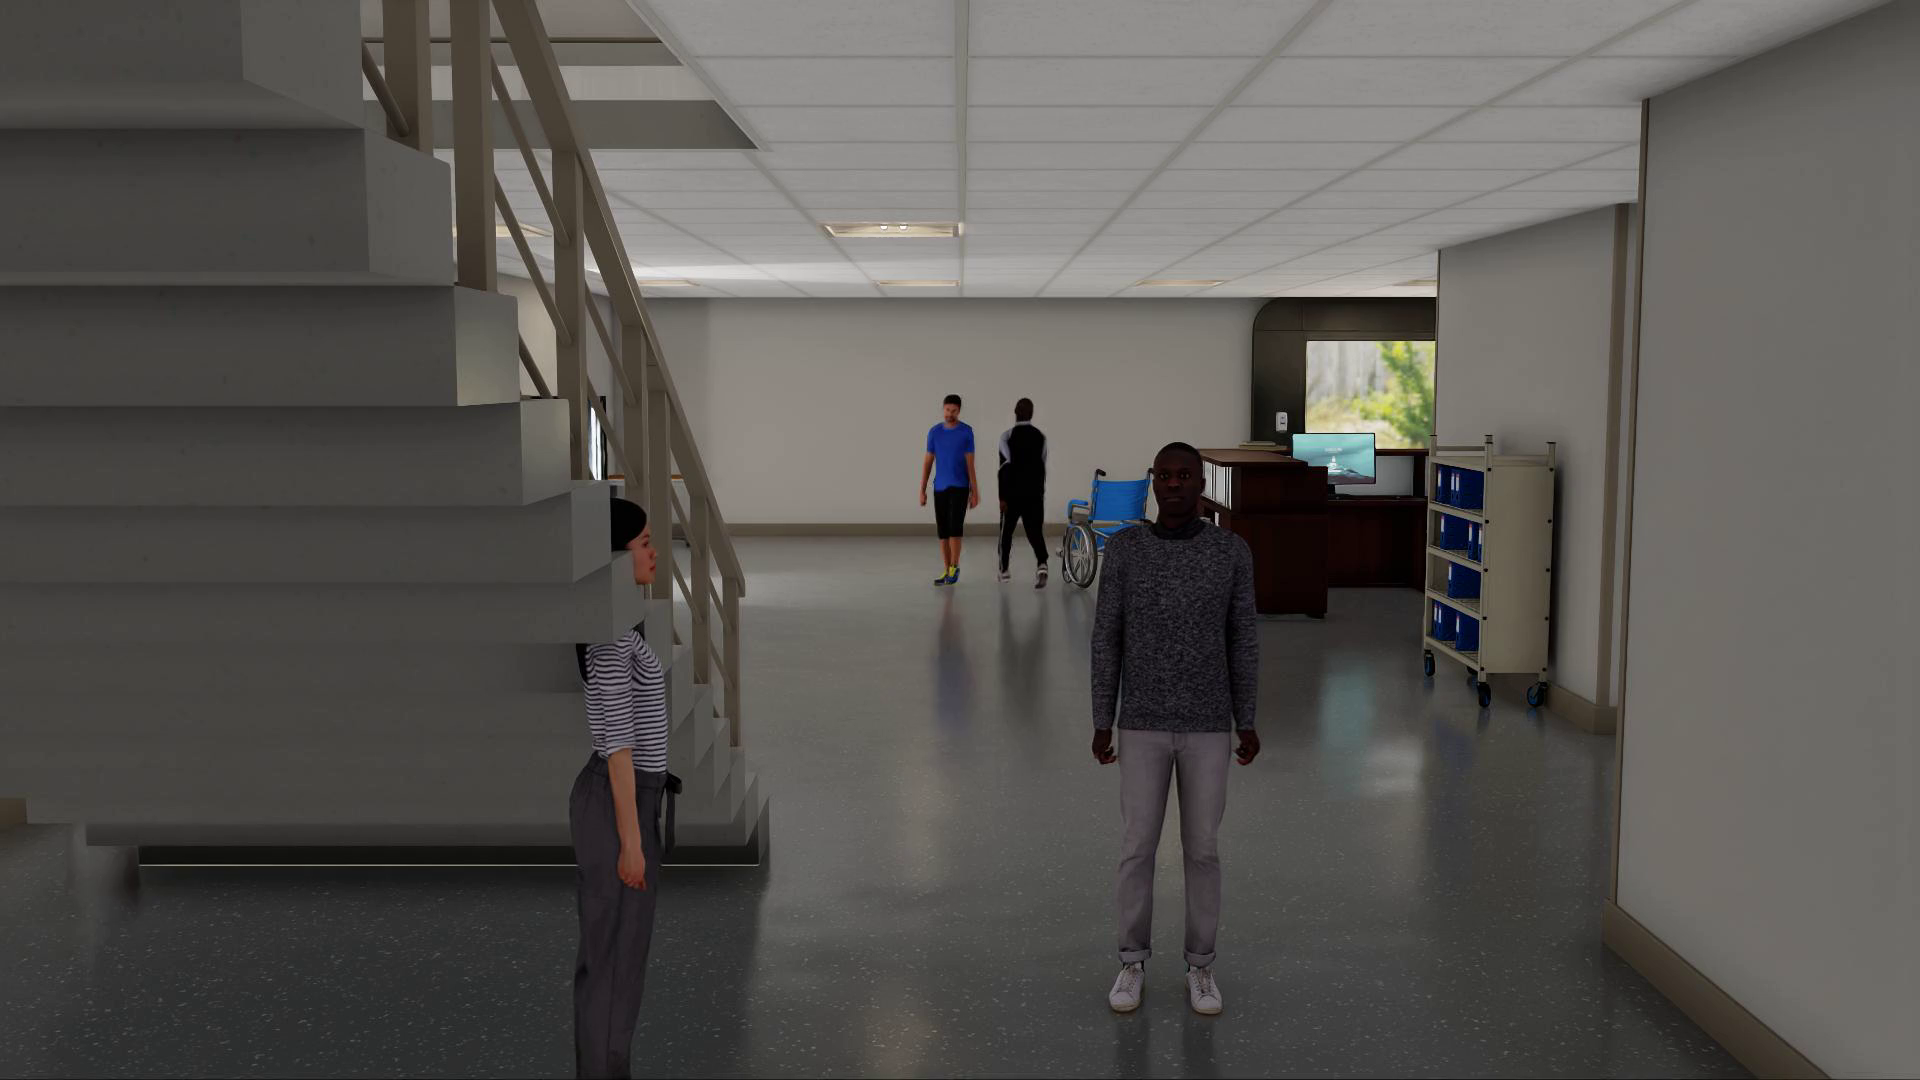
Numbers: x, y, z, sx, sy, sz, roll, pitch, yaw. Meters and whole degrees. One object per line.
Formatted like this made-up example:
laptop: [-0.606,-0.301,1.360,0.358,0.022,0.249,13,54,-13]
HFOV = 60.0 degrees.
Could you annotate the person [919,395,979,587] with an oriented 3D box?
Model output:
person: [-0.035,-0.463,15.943,0.823,1.836,0.814,3,6,25]

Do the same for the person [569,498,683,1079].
person: [-0.930,0.746,4.436,0.698,1.733,0.530,-1,6,-13]

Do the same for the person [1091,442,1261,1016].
person: [0.703,0.595,5.412,0.711,1.838,0.560,1,6,5]

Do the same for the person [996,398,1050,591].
person: [0.640,-0.434,15.809,0.808,1.804,1.189,-1,6,-13]
